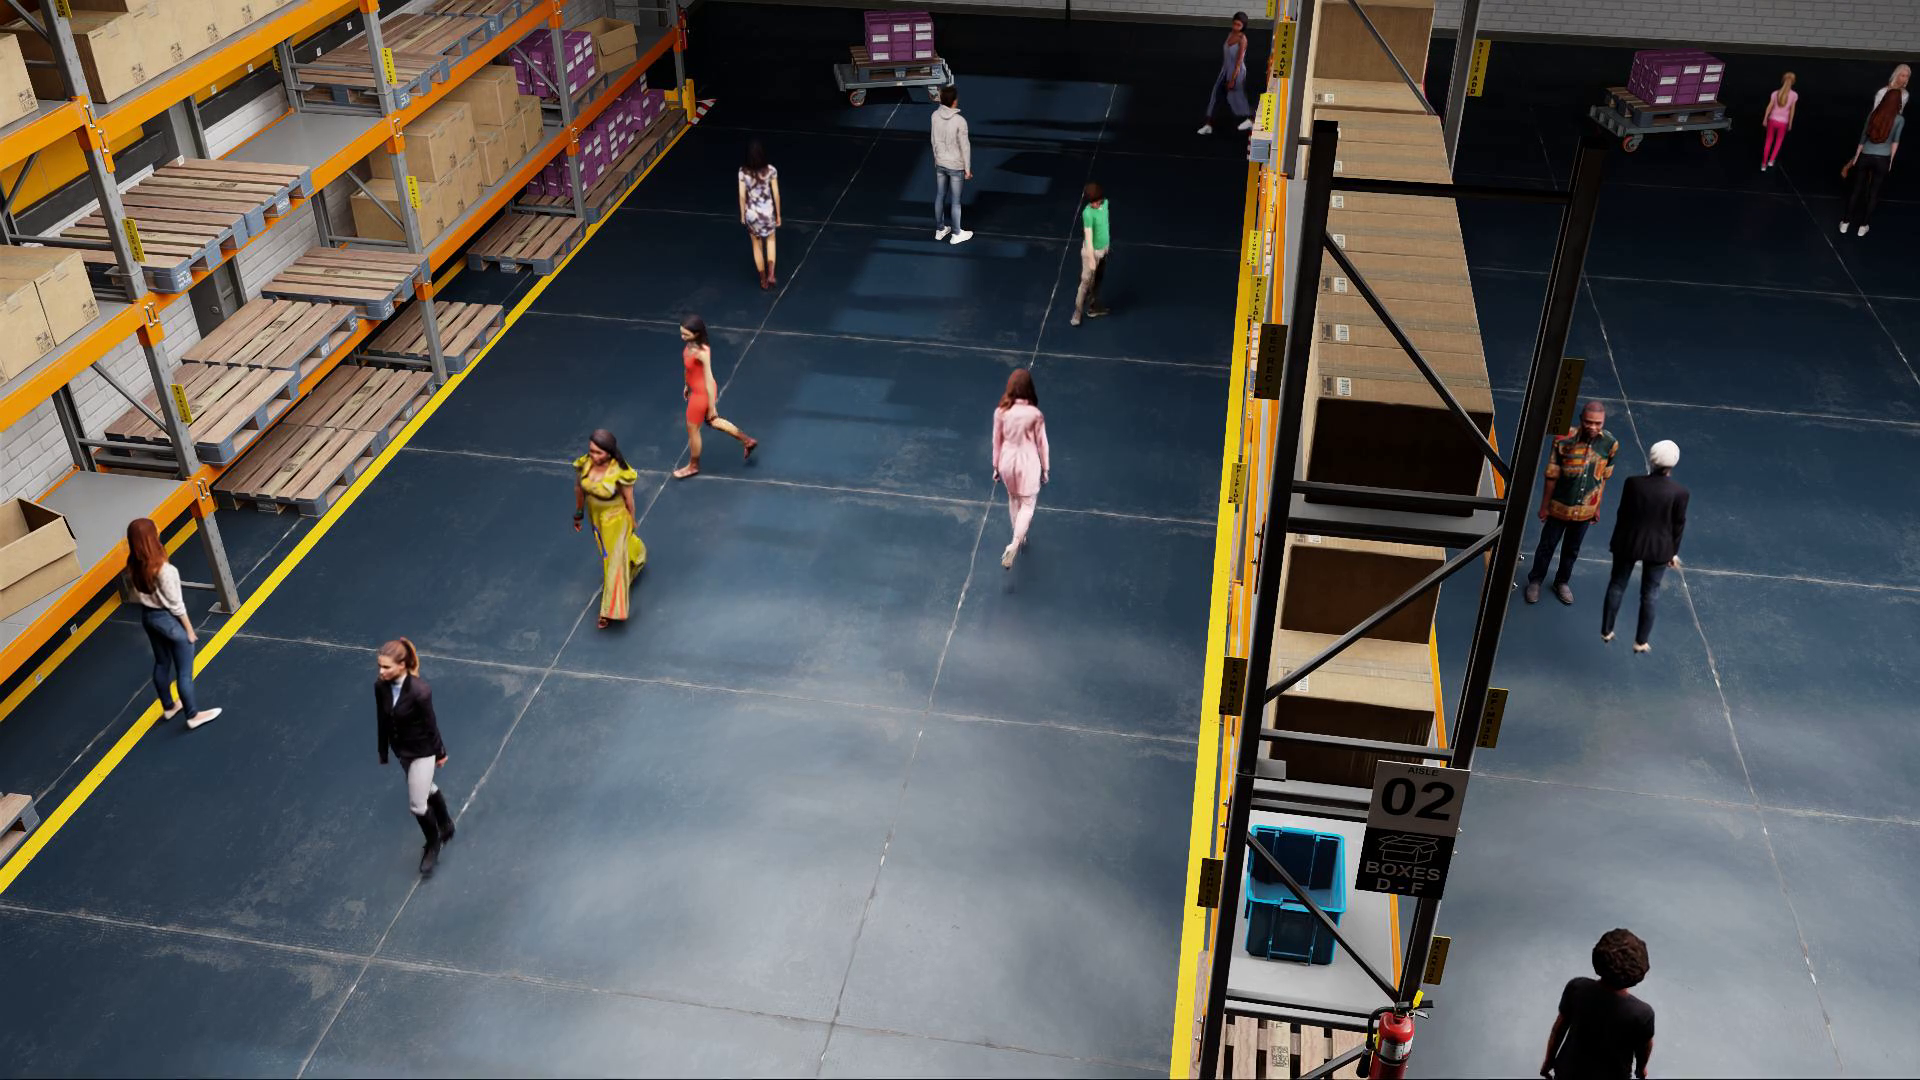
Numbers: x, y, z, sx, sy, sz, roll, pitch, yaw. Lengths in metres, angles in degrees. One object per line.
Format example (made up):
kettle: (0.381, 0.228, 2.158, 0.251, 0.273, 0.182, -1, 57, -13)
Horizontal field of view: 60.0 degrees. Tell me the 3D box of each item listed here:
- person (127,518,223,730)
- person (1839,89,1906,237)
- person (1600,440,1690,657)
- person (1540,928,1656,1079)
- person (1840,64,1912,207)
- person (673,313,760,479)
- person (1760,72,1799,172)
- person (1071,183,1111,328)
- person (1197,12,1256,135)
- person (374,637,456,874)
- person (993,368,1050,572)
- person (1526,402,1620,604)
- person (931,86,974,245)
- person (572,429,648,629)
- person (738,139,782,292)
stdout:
person: (-5.769, 0.598, 12.051, 0.645, 1.723, 0.634, 16, 37, 22)
person: (10.798, -4.468, 19.658, 0.644, 1.739, 0.650, 21, 39, 28)
person: (4.982, 0.059, 12.019, 0.787, 1.780, 0.695, 17, 37, 23)
person: (3.283, 2.821, 8.689, 0.947, 1.743, 1.177, 22, 40, 30)
person: (11.285, -5.019, 20.498, 0.650, 1.727, 1.045, 1, 34, 1)
person: (-2.235, -1.309, 14.957, 1.035, 1.682, 1.101, -8, 34, -12)
person: (10.562, -5.385, 21.469, 0.579, 1.262, 0.640, 14, 36, 21)
person: (1.449, -3.109, 17.721, 0.871, 1.620, 0.677, 11, 35, 16)
person: (3.763, -6.276, 22.454, 1.074, 1.654, 1.105, -14, 36, -20)
person: (-3.521, 1.344, 10.937, 0.669, 1.715, 0.764, 13, 36, 19)
person: (0.471, -0.531, 13.697, 0.686, 1.781, 1.017, 8, 35, 12)
person: (4.914, -0.314, 13.348, 0.718, 1.806, 0.679, 2, 34, 4)
person: (-0.127, -4.397, 19.448, 0.747, 1.854, 0.719, 20, 39, 28)
person: (-2.774, -0.206, 13.360, 0.947, 1.613, 1.293, 14, 36, 20)
person: (-2.198, -3.518, 18.241, 0.683, 1.726, 0.722, -4, 34, -7)
